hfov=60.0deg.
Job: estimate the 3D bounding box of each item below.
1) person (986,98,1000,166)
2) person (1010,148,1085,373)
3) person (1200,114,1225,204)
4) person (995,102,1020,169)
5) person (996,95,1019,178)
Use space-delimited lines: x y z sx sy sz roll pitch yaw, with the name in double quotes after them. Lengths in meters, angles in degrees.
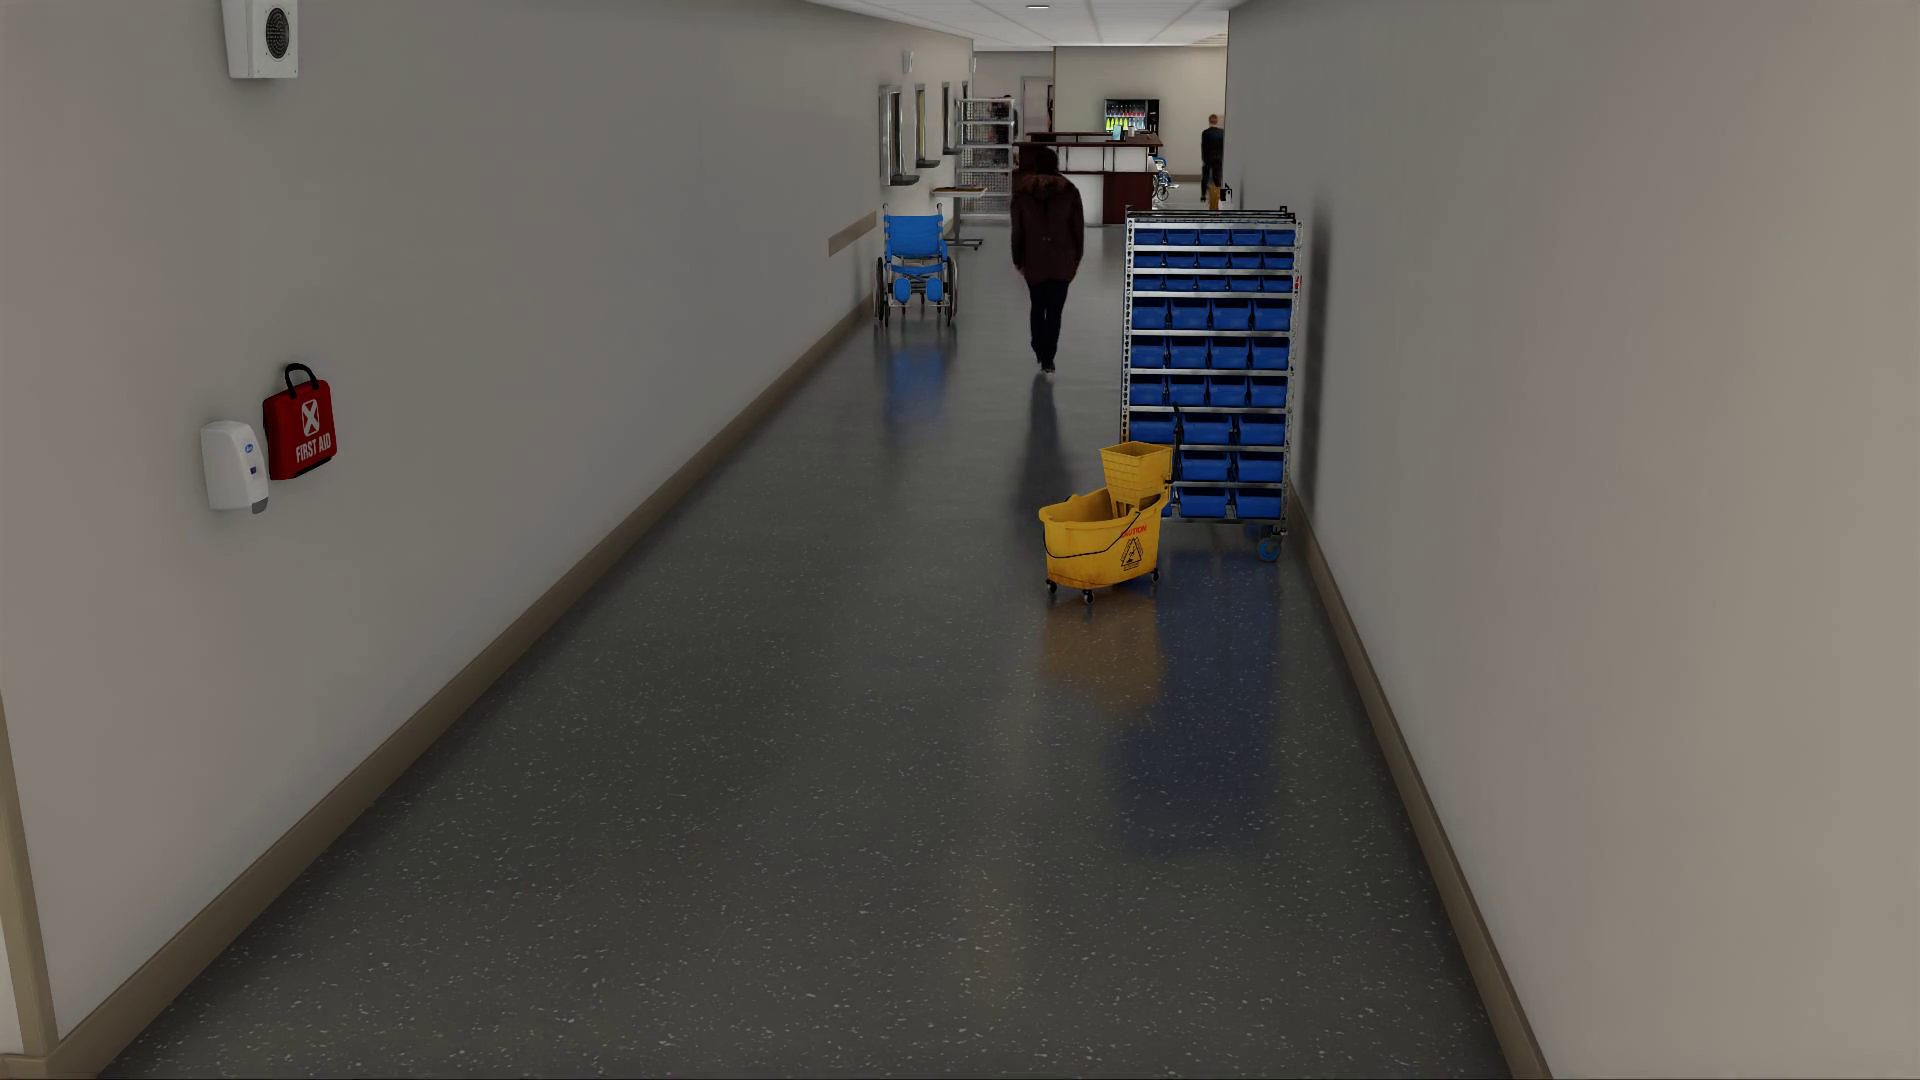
0.849 -10.885 44.340 0.543 1.764 0.595 1 16 3 "person"
0.725 -2.243 13.620 1.128 1.800 0.897 3 16 11 "person"
4.690 -6.959 30.657 1.094 1.634 0.829 -2 16 -7 "person"
1.034 -10.341 42.526 1.131 1.702 0.897 9 18 29 "person"
1.084 -9.611 39.571 0.835 1.901 0.907 -6 17 -19 "person"
